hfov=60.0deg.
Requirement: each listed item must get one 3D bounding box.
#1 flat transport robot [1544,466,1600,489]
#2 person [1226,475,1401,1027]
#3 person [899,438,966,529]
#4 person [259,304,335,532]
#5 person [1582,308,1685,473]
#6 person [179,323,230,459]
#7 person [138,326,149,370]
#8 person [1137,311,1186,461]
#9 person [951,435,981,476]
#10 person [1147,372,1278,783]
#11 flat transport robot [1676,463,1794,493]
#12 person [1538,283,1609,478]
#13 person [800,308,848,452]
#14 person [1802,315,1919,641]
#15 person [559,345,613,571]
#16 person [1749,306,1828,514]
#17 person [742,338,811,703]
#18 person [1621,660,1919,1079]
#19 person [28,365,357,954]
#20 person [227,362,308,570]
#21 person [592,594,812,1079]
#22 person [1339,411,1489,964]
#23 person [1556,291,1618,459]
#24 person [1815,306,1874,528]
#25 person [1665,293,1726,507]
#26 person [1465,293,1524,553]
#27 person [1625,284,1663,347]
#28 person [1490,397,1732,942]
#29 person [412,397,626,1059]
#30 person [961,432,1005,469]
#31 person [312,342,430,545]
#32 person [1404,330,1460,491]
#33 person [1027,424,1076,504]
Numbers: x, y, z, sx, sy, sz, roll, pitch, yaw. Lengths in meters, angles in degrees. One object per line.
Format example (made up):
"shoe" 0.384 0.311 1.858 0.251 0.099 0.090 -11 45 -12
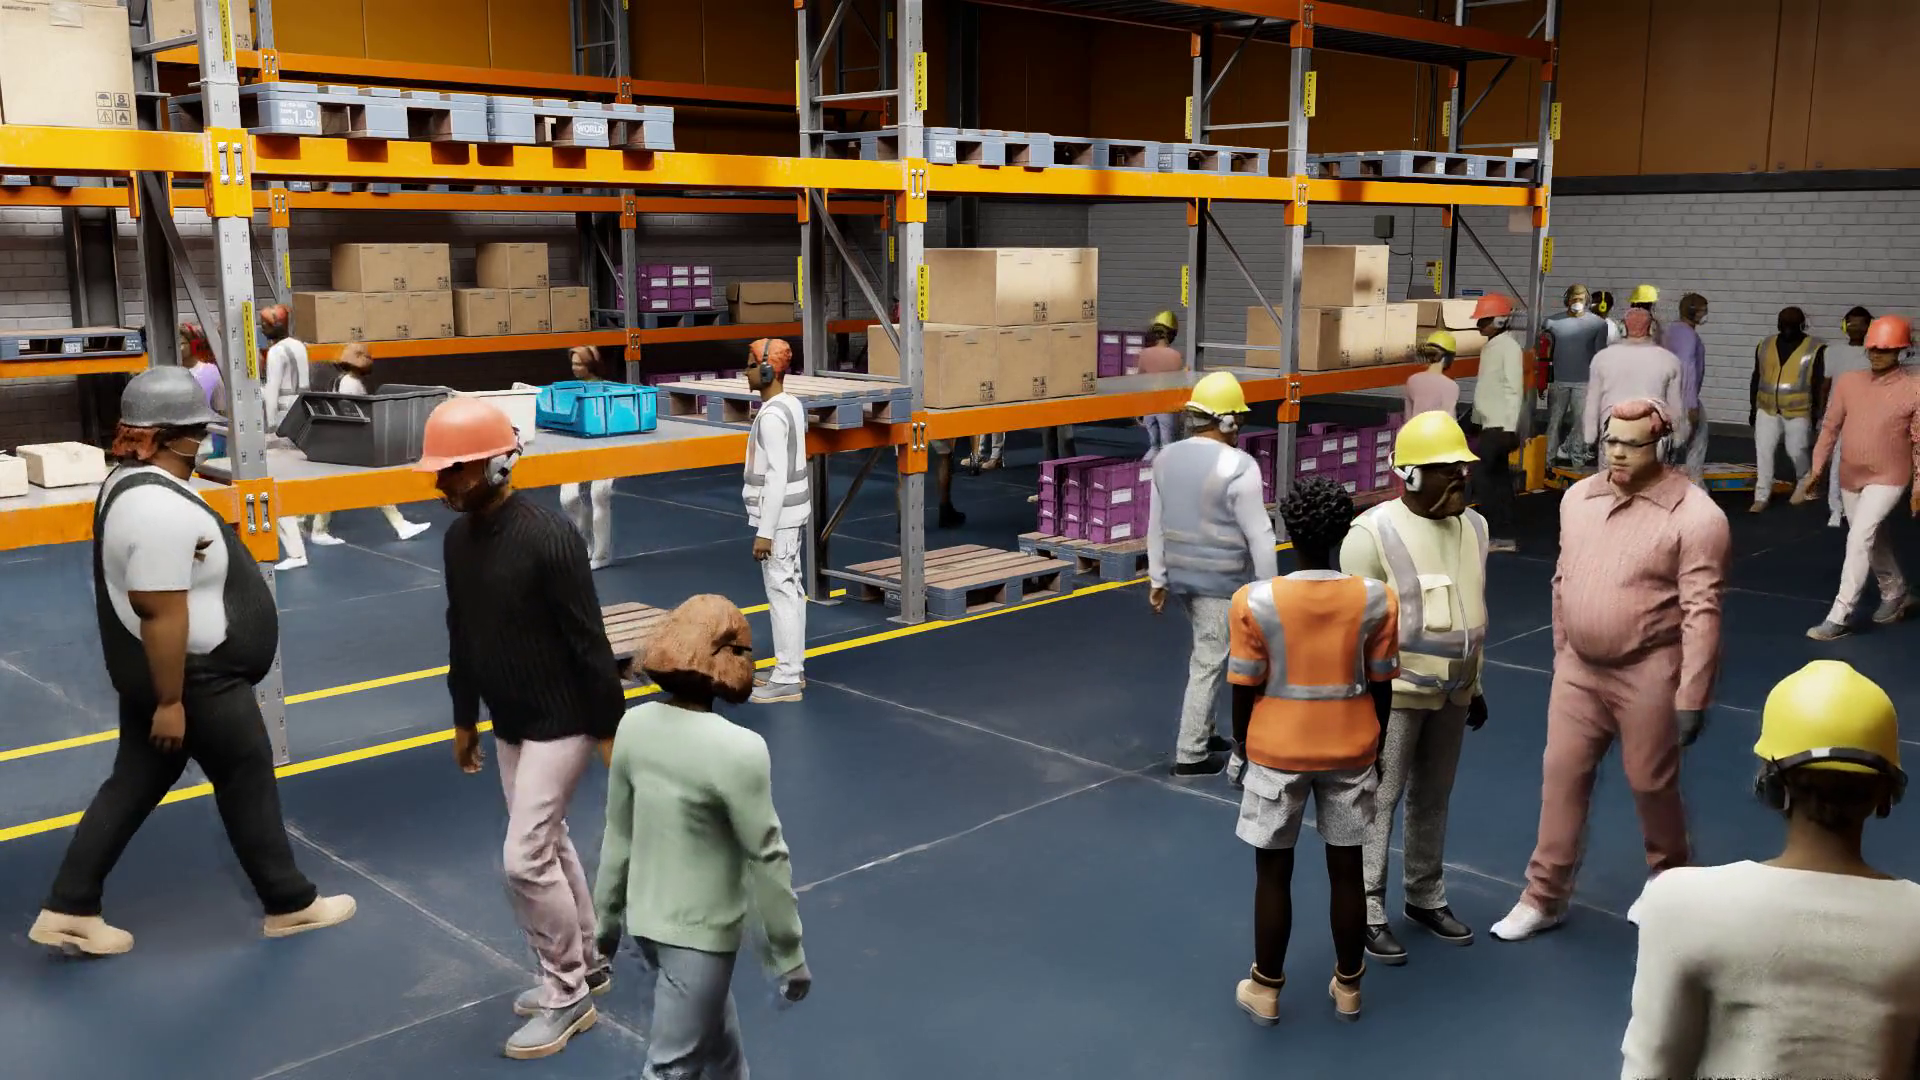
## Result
"flat transport robot" 6.001 -0.504 15.220 0.652 0.197 1.431 -2 11 -9
"person" 1.059 0.648 5.051 0.533 1.697 0.318 -1 10 -4
"person" -0.241 -1.031 13.637 0.574 1.900 0.809 7 12 32
"person" -5.398 -0.969 13.422 0.449 1.864 0.581 0 10 -3
"person" 4.954 -0.760 12.235 0.676 1.871 0.825 5 11 23
"person" -5.273 -0.550 11.252 0.595 1.808 0.886 4 11 22
"person" -6.633 -0.990 14.019 0.448 1.669 0.561 1 10 3
"person" 1.773 -1.125 14.586 0.389 1.755 0.525 -9 14 -41
"person" 0.032 -1.606 16.687 0.542 1.937 0.360 2 11 9
"person" 1.176 0.167 7.363 0.622 1.811 0.598 -6 12 -31
"flat transport robot" 6.982 -0.580 15.633 1.431 0.197 0.652 -2 11 -9
"person" 5.982 -1.534 16.286 0.636 1.937 0.358 3 11 14
"person" -1.609 -1.857 18.417 0.959 1.821 0.511 -3 11 -15
"person" 5.551 -0.389 10.043 1.024 1.951 0.620 -5 12 -26
"person" -2.656 -0.579 11.932 0.520 1.626 0.369 8 13 36
"person" 7.239 -1.144 14.534 0.638 1.809 0.875 10 14 44
"person" -0.957 -0.099 8.613 0.354 1.883 0.573 1 10 3
"person" 1.326 1.061 2.676 0.526 1.743 0.405 3 11 14
"person" -2.648 0.388 5.526 0.996 2.000 0.689 -7 13 -35
"person" -5.119 -0.552 11.864 0.842 1.598 0.528 -4 11 -20
"person" -0.645 0.920 3.850 0.539 1.589 0.868 10 15 44
"person" 1.537 0.484 5.561 0.596 1.837 0.404 -6 12 -28
"person" 6.841 -1.747 17.794 1.000 1.817 0.552 4 11 22
"person" 7.503 -1.049 13.970 0.535 1.832 0.953 6 12 28
"person" 6.390 -1.223 14.736 0.871 1.915 0.641 4 11 20
"person" 3.978 -0.878 12.600 0.631 1.972 0.636 1 10 5
"person" 6.954 -1.633 16.888 0.567 1.915 0.602 3 11 18
"person" 2.256 0.445 5.681 0.821 1.876 0.664 -7 13 -34
"person" -1.291 0.544 4.955 0.530 1.974 0.666 -10 14 -44
"person" 0.260 -1.661 17.244 0.429 1.842 0.636 -9 13 -39
"person" -4.657 -0.744 12.937 0.905 1.574 0.529 -2 11 -12
"person" 3.314 -0.639 11.978 0.706 1.741 0.525 -6 12 -29
"person" 0.855 -1.210 14.795 0.343 1.839 0.506 -8 13 -38
